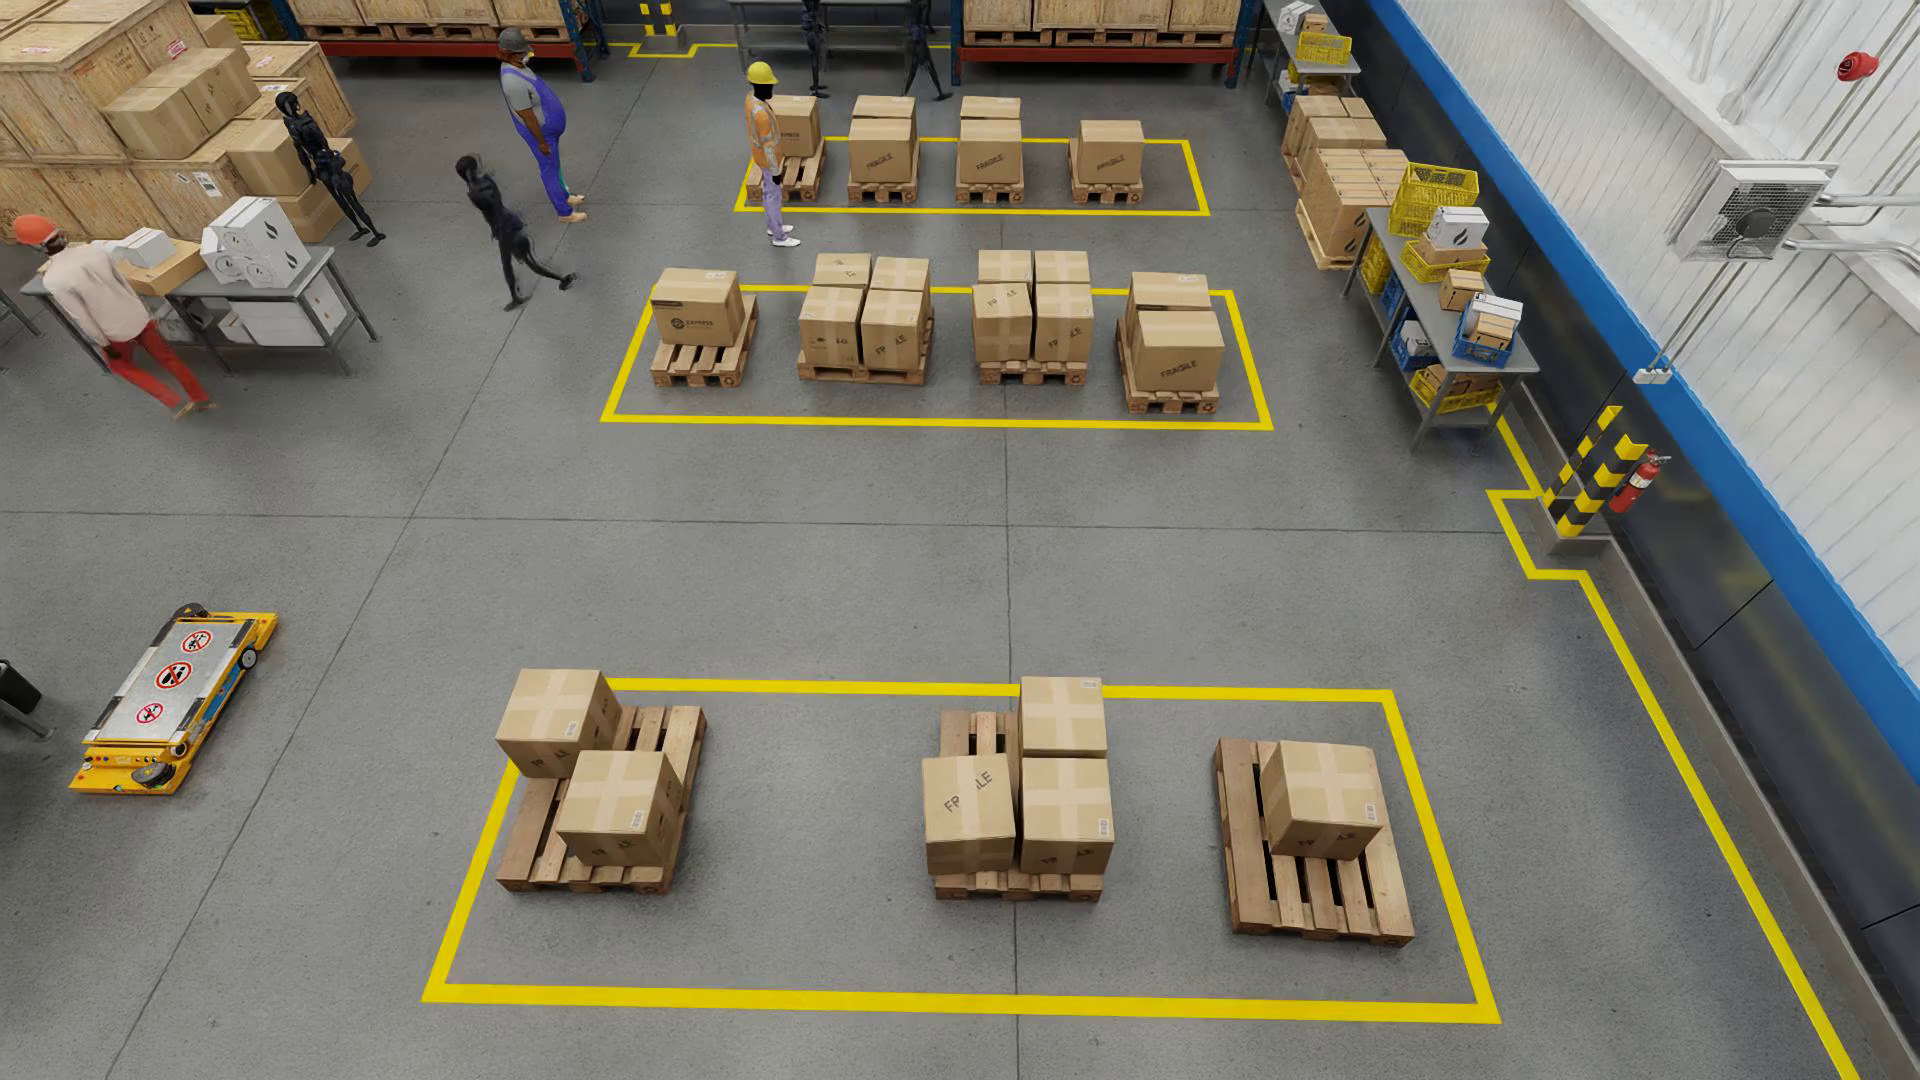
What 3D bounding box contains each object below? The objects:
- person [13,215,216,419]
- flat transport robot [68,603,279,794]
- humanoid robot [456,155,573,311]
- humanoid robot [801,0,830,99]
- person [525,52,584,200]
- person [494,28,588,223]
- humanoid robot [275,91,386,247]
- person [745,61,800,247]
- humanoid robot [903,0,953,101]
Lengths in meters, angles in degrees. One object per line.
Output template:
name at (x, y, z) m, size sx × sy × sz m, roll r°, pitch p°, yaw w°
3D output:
person at (-7.174, -1.846, 7.808) m, size 0.470 × 1.980 × 0.614 m, roll 7°, pitch 50°, yaw 6°
flat transport robot at (-5.504, 1.072, 6.442) m, size 0.652 × 0.197 × 1.431 m, roll 1°, pitch 50°, yaw 1°
humanoid robot at (-4.451, -3.084, 9.094) m, size 0.651 × 1.640 × 0.732 m, roll 31°, pitch 57°, yaw 24°
humanoid robot at (-1.943, -6.813, 12.199) m, size 0.317 × 1.657 × 0.597 m, roll -6°, pitch 50°, yaw -5°
person at (-4.728, -4.706, 10.367) m, size 0.530 × 1.767 × 0.326 m, roll 36°, pitch 58°, yaw 26°
person at (-4.566, -4.521, 10.033) m, size 0.537 × 2.000 × 0.671 m, roll -17°, pitch 52°, yaw -14°
humanoid robot at (-6.743, -3.942, 9.777) m, size 0.579 × 1.652 × 0.308 m, roll 20°, pitch 53°, yaw 16°
person at (-2.004, -4.061, 9.719) m, size 0.377 × 1.922 × 0.592 m, roll -15°, pitch 51°, yaw -12°
humanoid robot at (-0.501, -6.596, 12.065) m, size 0.766 × 1.626 × 0.565 m, roll -15°, pitch 51°, yaw -13°
